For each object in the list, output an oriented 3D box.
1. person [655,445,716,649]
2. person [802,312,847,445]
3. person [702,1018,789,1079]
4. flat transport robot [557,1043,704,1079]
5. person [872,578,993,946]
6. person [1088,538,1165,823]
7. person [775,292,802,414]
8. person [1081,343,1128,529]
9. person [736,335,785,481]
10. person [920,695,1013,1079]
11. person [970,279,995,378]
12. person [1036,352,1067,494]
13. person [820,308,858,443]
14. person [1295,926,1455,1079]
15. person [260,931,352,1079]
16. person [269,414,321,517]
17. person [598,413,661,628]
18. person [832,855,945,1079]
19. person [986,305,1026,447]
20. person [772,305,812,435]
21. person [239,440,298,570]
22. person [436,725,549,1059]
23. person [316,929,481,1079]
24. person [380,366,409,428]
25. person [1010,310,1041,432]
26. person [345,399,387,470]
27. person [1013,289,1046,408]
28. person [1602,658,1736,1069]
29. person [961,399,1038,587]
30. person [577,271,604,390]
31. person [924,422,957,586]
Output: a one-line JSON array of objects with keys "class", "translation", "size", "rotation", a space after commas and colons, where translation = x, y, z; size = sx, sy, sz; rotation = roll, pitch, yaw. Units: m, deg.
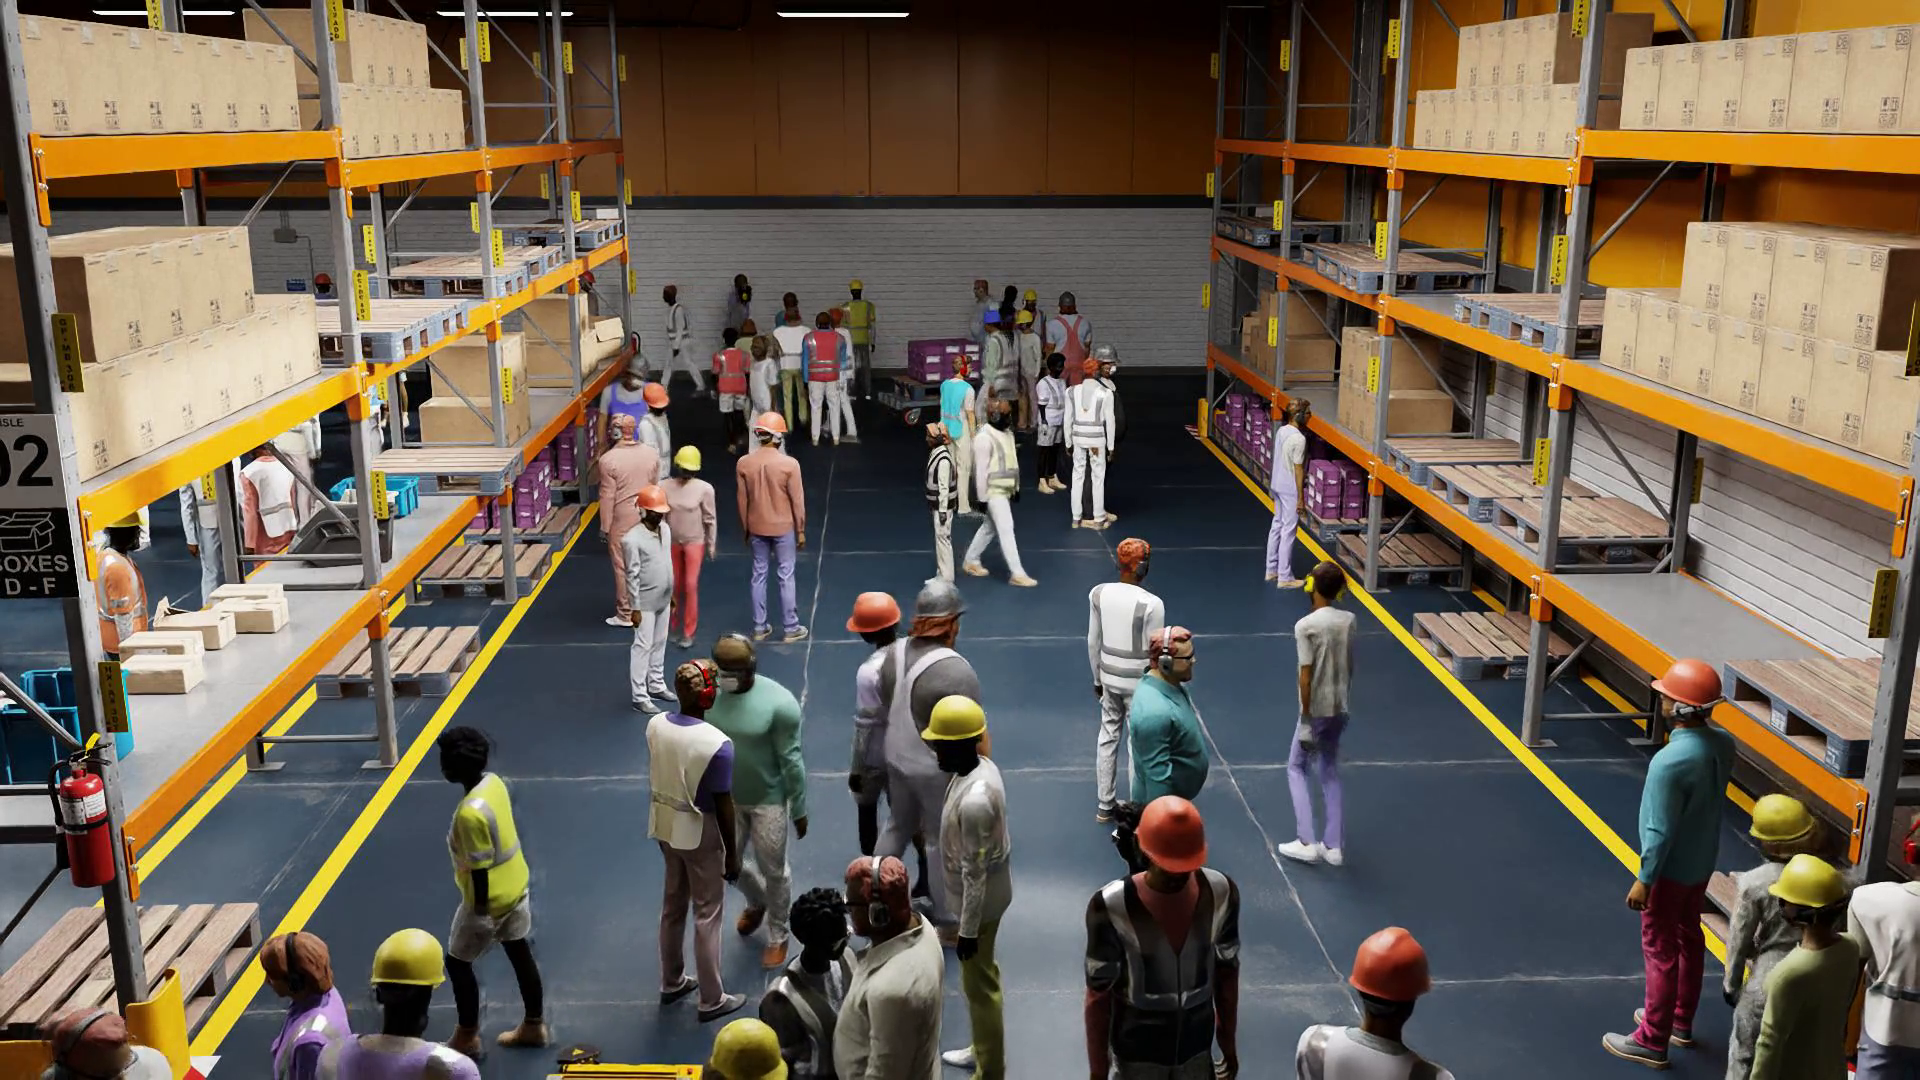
[{"class": "person", "translation": [-2.355, 0.048, 14.143], "size": [0.555, 1.729, 0.425], "rotation": [2, 14, 6]}, {"class": "person", "translation": [-1.862, -2.214, 22.838], "size": [0.619, 1.836, 0.431], "rotation": [-4, 15, -15]}, {"class": "person", "translation": [-0.666, 2.305, 5.283], "size": [0.320, 1.738, 0.486], "rotation": [13, 19, 42]}, {"class": "flat transport robot", "translation": [-1.534, 2.599, 7.044], "size": [0.652, 0.197, 1.431], "rotation": [0, 14, 1]}, {"class": "person", "translation": [-0.117, 1.212, 8.962], "size": [0.591, 2.000, 0.889], "rotation": [-10, 17, -33]}, {"class": "person", "translation": [1.067, 0.907, 10.468], "size": [0.573, 1.887, 0.356], "rotation": [12, 19, 40]}, {"class": "person", "translation": [-2.582, -2.840, 25.291], "size": [0.502, 1.837, 0.344], "rotation": [10, 17, 34]}, {"class": "person", "translation": [1.576, -1.158, 18.264], "size": [0.535, 2.000, 0.682], "rotation": [5, 15, 20]}, {"class": "person", "translation": [-2.439, -1.637, 20.600], "size": [0.604, 1.838, 0.527], "rotation": [-13, 19, -42]}, {"class": "person", "translation": [0.031, 1.628, 7.591], "size": [0.419, 1.917, 0.590], "rotation": [0, 14, 1]}, {"class": "person", "translation": [0.352, -3.203, 26.567], "size": [0.400, 1.905, 0.643], "rotation": [-5, 15, -19]}, {"class": "person", "translation": [1.113, -1.408, 19.941], "size": [0.320, 1.693, 0.531], "rotation": [10, 17, 34]}, {"class": "person", "translation": [-1.782, -2.288, 23.074], "size": [0.911, 1.841, 0.600], "rotation": [7, 16, 25]}, {"class": "person", "translation": [1.339, 2.171, 5.422], "size": [0.545, 1.929, 0.387], "rotation": [11, 18, 37]}, {"class": "person", "translation": [-2.300, 2.170, 6.025], "size": [0.313, 1.629, 0.524], "rotation": [-5, 15, -19]}, {"class": "person", "translation": [-7.250, -1.027, 18.079], "size": [0.576, 1.880, 0.351], "rotation": [-6, 15, -22]}, {"class": "person", "translation": [-2.938, -0.179, 14.689], "size": [0.408, 1.906, 0.653], "rotation": [12, 19, 39]}, {"class": "person", "translation": [-0.261, 2.033, 6.036], "size": [0.399, 1.897, 0.652], "rotation": [1, 14, 5]}, {"class": "person", "translation": [0.617, -2.213, 22.560], "size": [0.614, 1.966, 0.367], "rotation": [-13, 19, -41]}, {"class": "person", "translation": [-2.359, -2.401, 23.580], "size": [0.604, 1.823, 0.445], "rotation": [-2, 14, -9]}, {"class": "person", "translation": [-5.868, -0.049, 14.188], "size": [0.408, 1.907, 0.598], "rotation": [4, 15, 14]}, {"class": "person", "translation": [-2.307, 1.670, 7.882], "size": [0.657, 1.676, 0.541], "rotation": [1, 14, 4]}, {"class": "person", "translation": [-1.784, 2.192, 5.456], "size": [0.650, 1.868, 0.679], "rotation": [3, 15, 12]}, {"class": "person", "translation": [-8.245, -2.629, 24.040], "size": [0.609, 2.040, 0.394], "rotation": [4, 15, 14]}, {"class": "person", "translation": [0.928, -2.425, 23.845], "size": [0.356, 1.736, 0.579], "rotation": [9, 17, 30]}, {"class": "person", "translation": [-7.572, -1.870, 21.177], "size": [0.621, 1.986, 0.409], "rotation": [4, 15, 14]}, {"class": "person", "translation": [1.073, -2.965, 25.765], "size": [0.590, 1.837, 0.404], "rotation": [-5, 15, -19]}, {"class": "person", "translation": [3.372, 1.516, 7.854], "size": [0.612, 1.997, 0.375], "rotation": [-12, 19, -39]}, {"class": "person", "translation": [0.366, -0.478, 16.081], "size": [0.870, 1.805, 0.635], "rotation": [6, 16, 23]}, {"class": "person", "translation": [-6.101, -3.412, 27.232], "size": [0.406, 1.986, 0.617], "rotation": [9, 17, 31]}, {"class": "person", "translation": [-0.184, -0.314, 15.778], "size": [0.314, 1.632, 0.522], "rotation": [-2, 14, -7]}]
